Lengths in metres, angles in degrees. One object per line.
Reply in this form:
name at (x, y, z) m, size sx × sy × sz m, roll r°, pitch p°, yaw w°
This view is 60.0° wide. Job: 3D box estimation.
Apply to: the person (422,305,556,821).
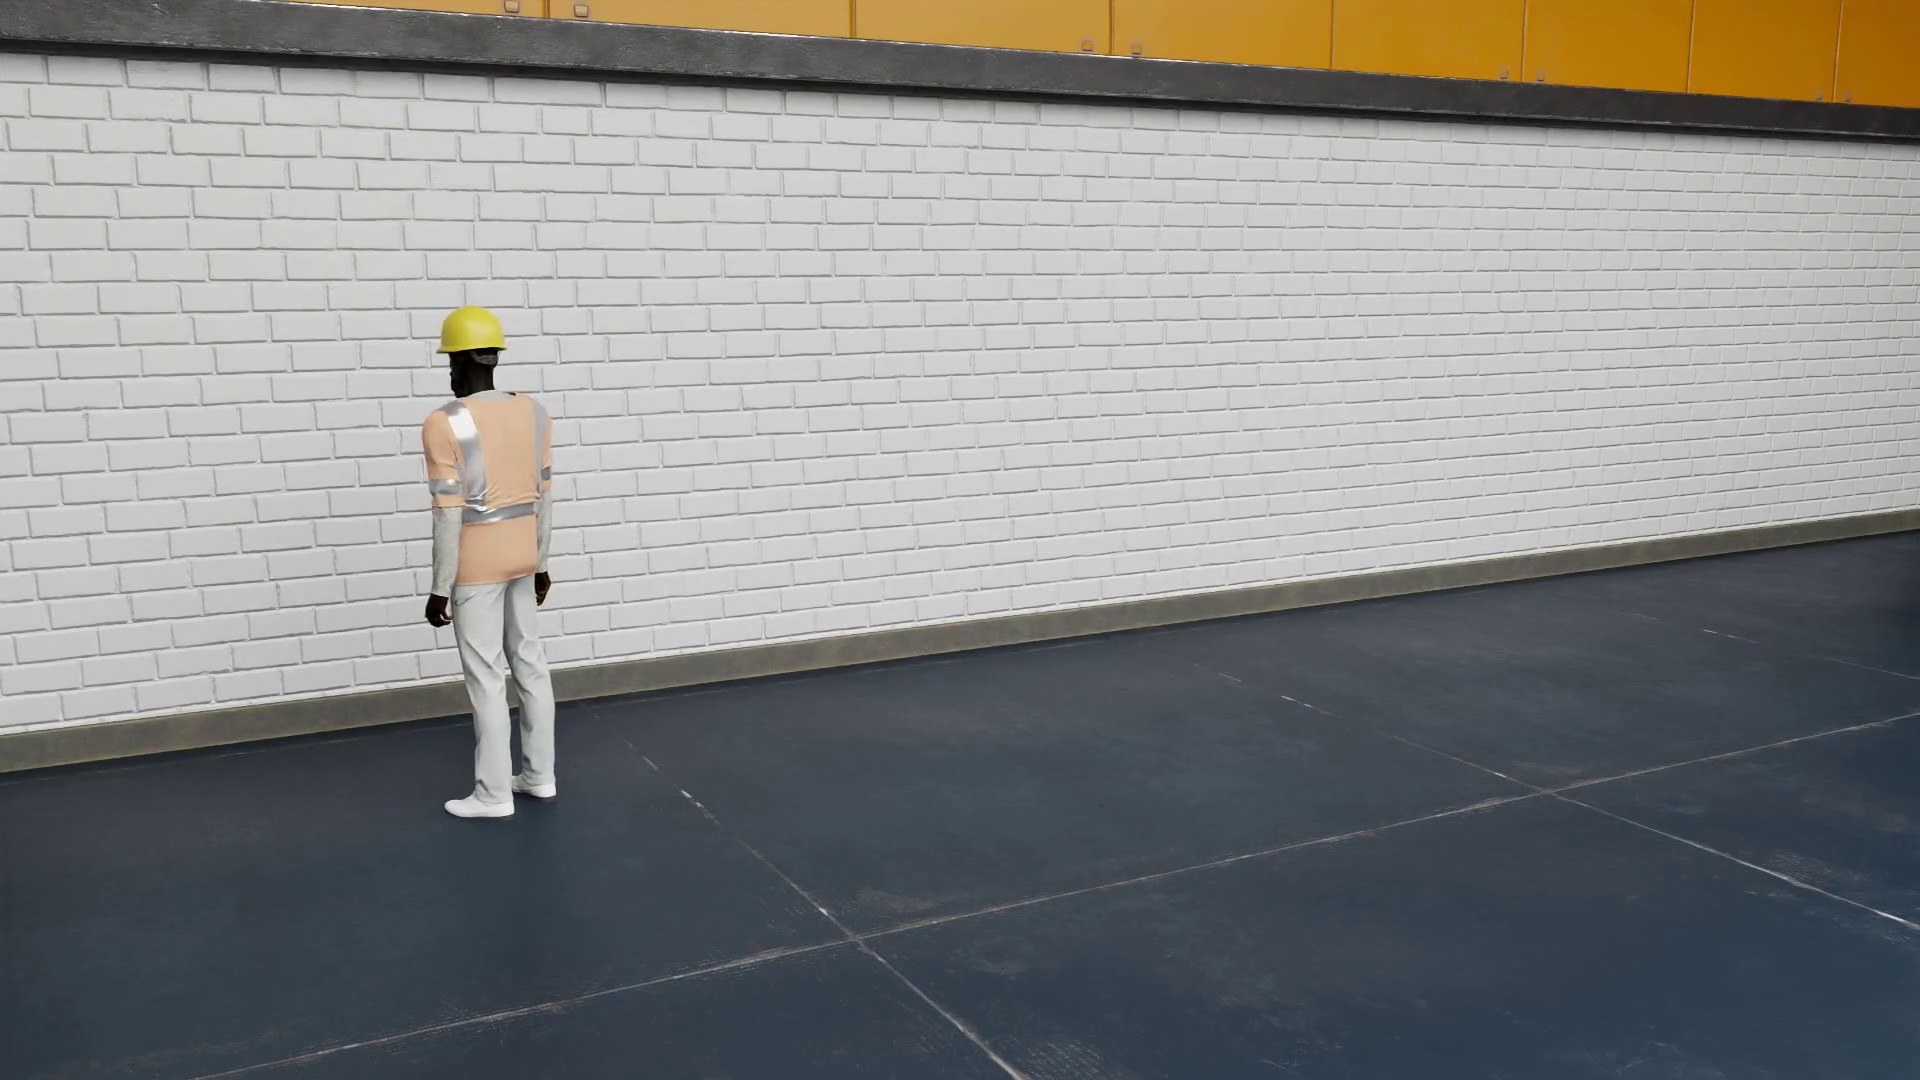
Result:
person at (-1.779, 0.090, 6.252) m, size 0.383 × 1.924 × 0.594 m, roll 6°, pitch 11°, yaw 29°
